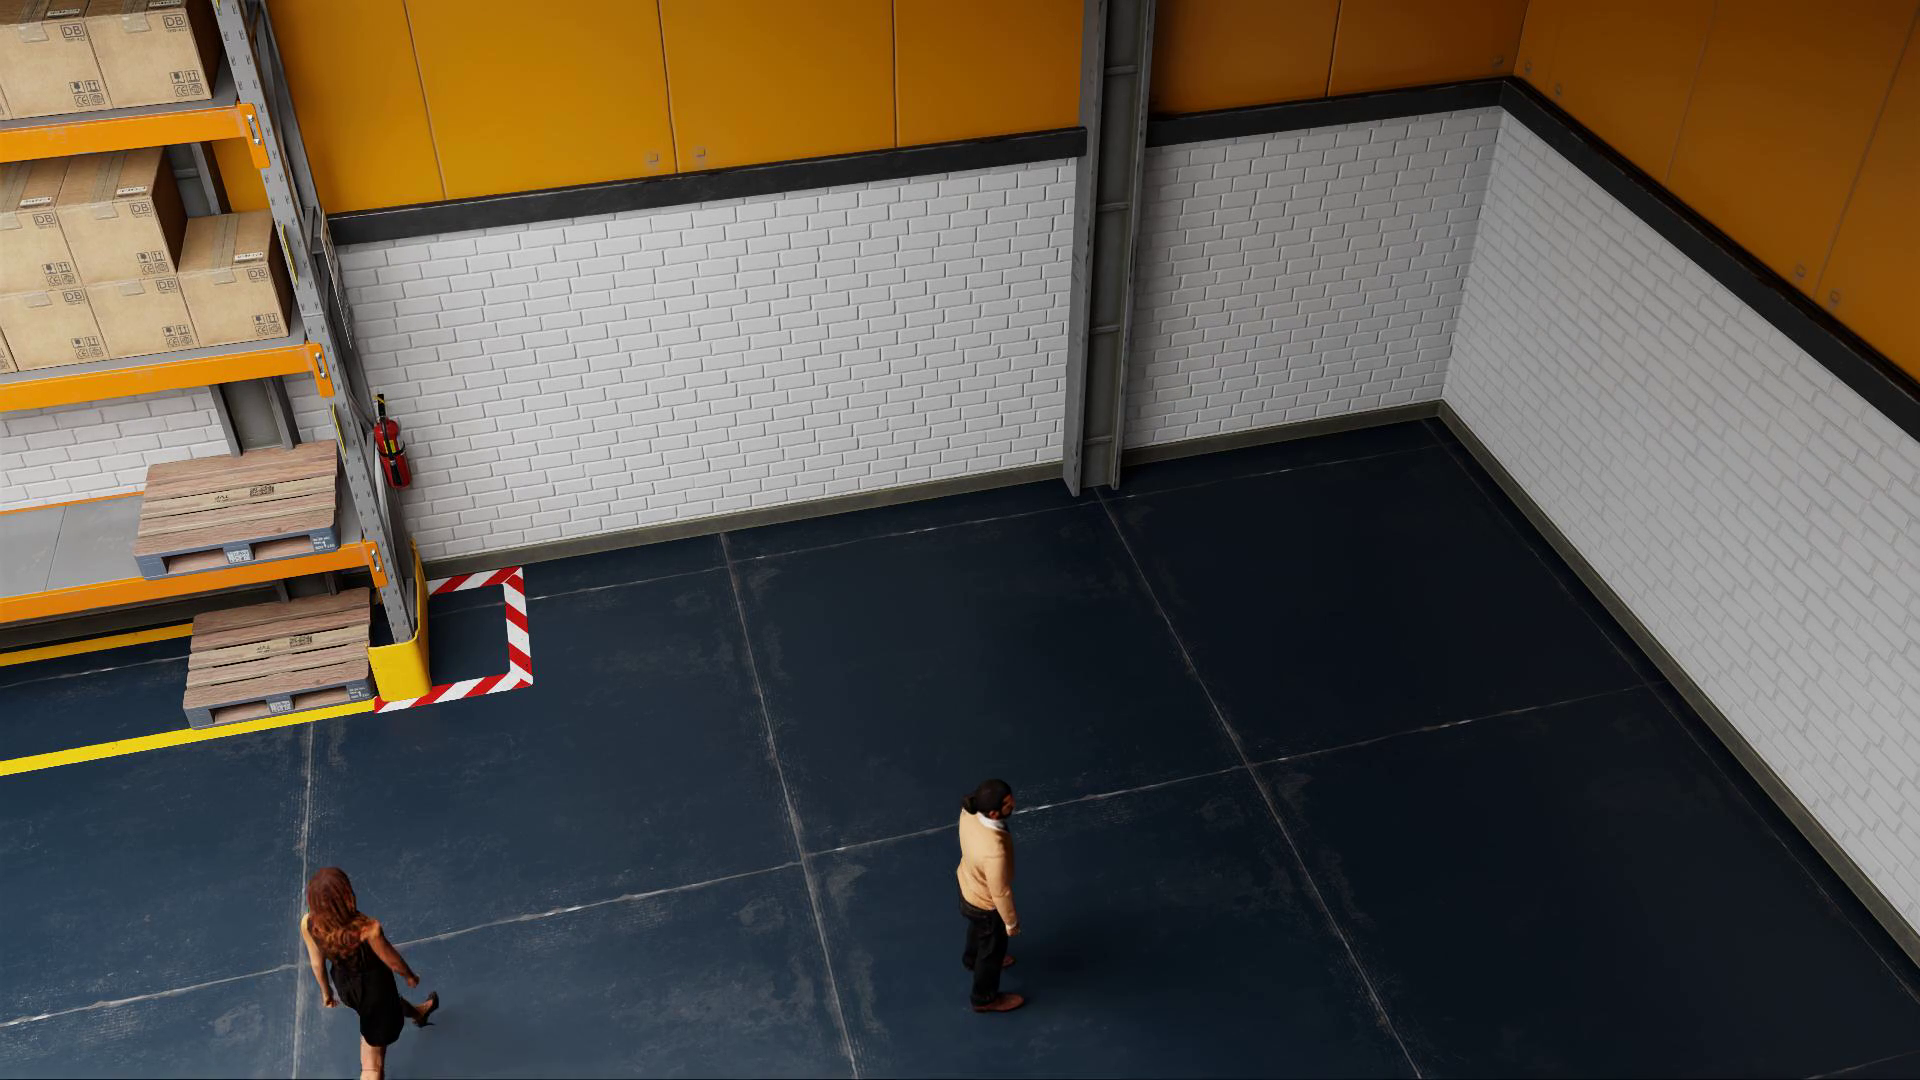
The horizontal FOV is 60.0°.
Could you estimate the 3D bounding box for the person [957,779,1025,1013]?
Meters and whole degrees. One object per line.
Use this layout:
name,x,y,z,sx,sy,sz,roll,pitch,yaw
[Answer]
person,0.127,1.931,9.059,0.593,1.747,0.658,-10,40,-12

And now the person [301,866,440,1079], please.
person,-3.044,2.400,8.435,1.137,1.795,0.974,7,39,8
